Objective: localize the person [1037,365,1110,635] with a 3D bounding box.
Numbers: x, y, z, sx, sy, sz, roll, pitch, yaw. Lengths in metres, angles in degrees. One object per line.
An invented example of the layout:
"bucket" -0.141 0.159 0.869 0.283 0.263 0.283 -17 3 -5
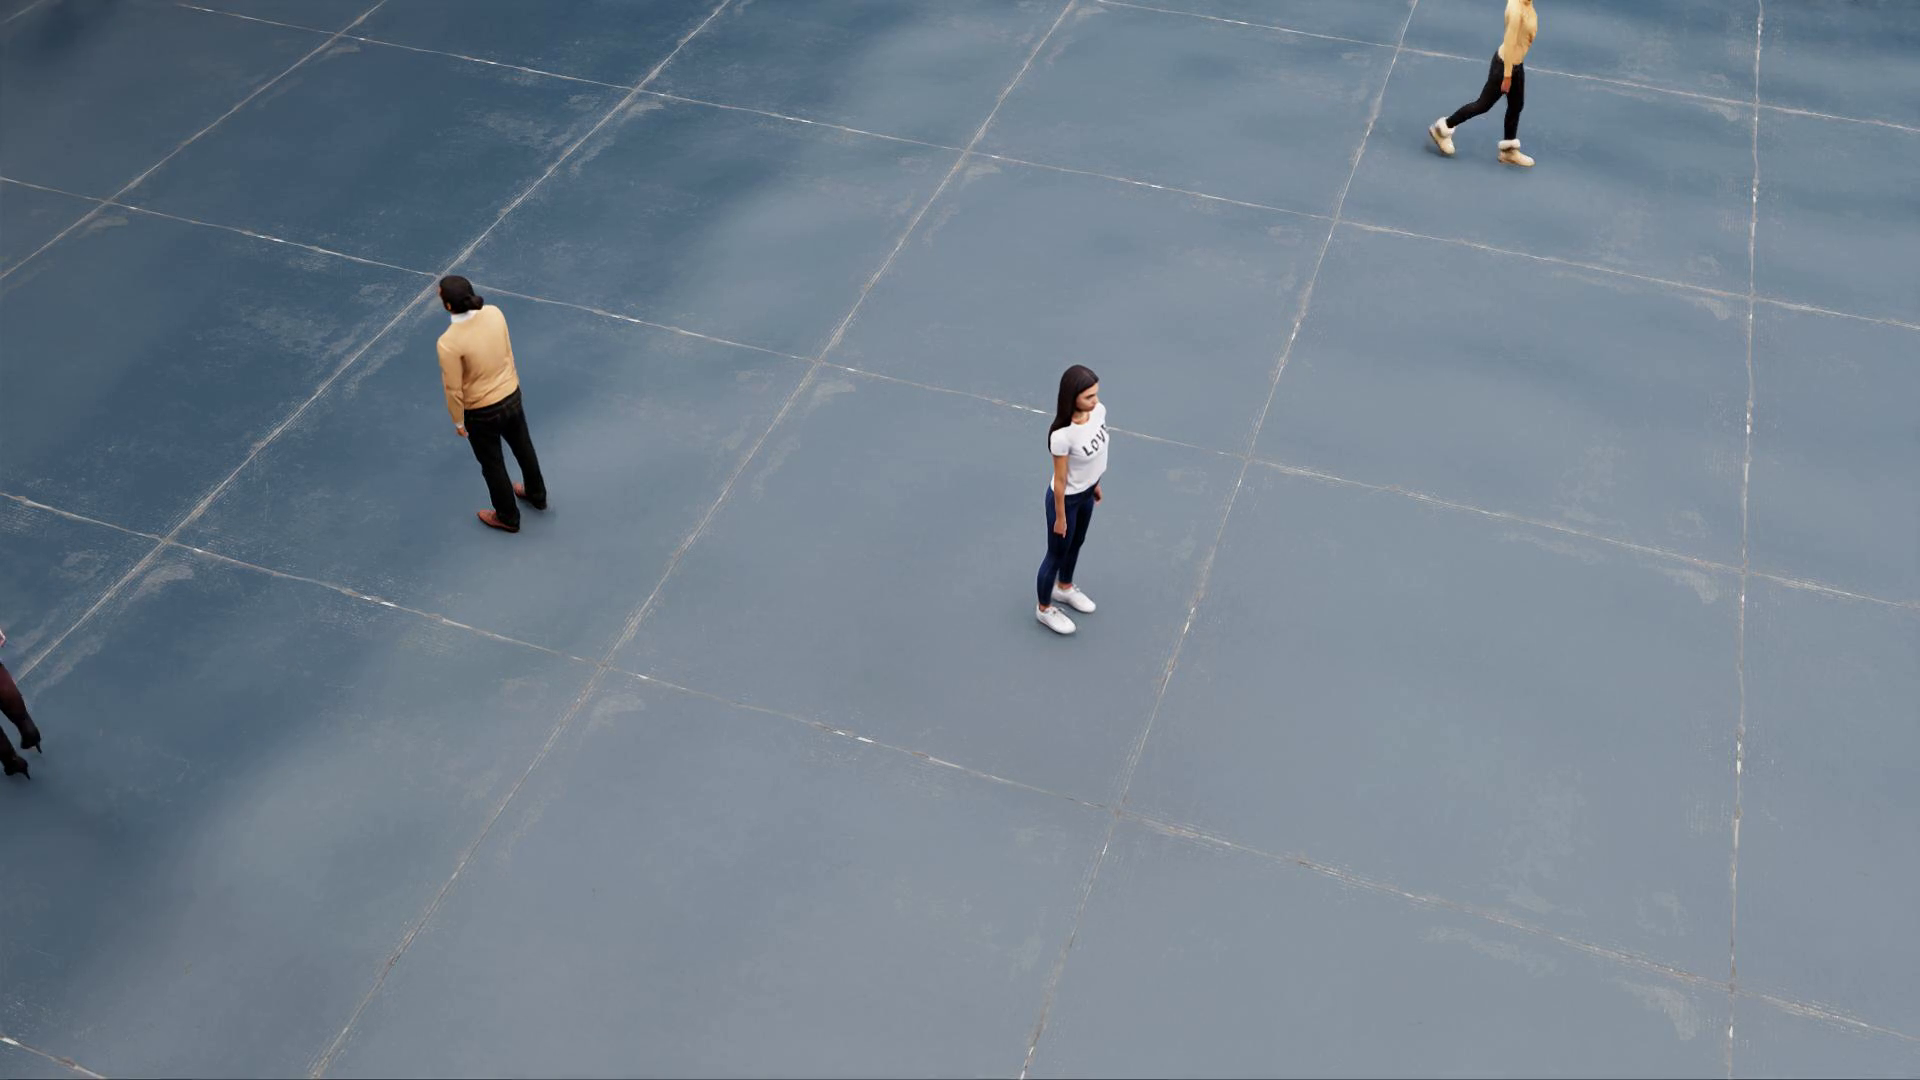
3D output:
"person" 0.591 -0.231 9.019 0.578 1.774 0.623 24 48 24

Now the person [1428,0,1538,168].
"person" 4.114 -3.660 12.798 1.105 1.629 0.675 20 47 20

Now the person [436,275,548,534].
"person" -2.725 -0.785 9.629 0.672 1.752 0.707 25 49 25
